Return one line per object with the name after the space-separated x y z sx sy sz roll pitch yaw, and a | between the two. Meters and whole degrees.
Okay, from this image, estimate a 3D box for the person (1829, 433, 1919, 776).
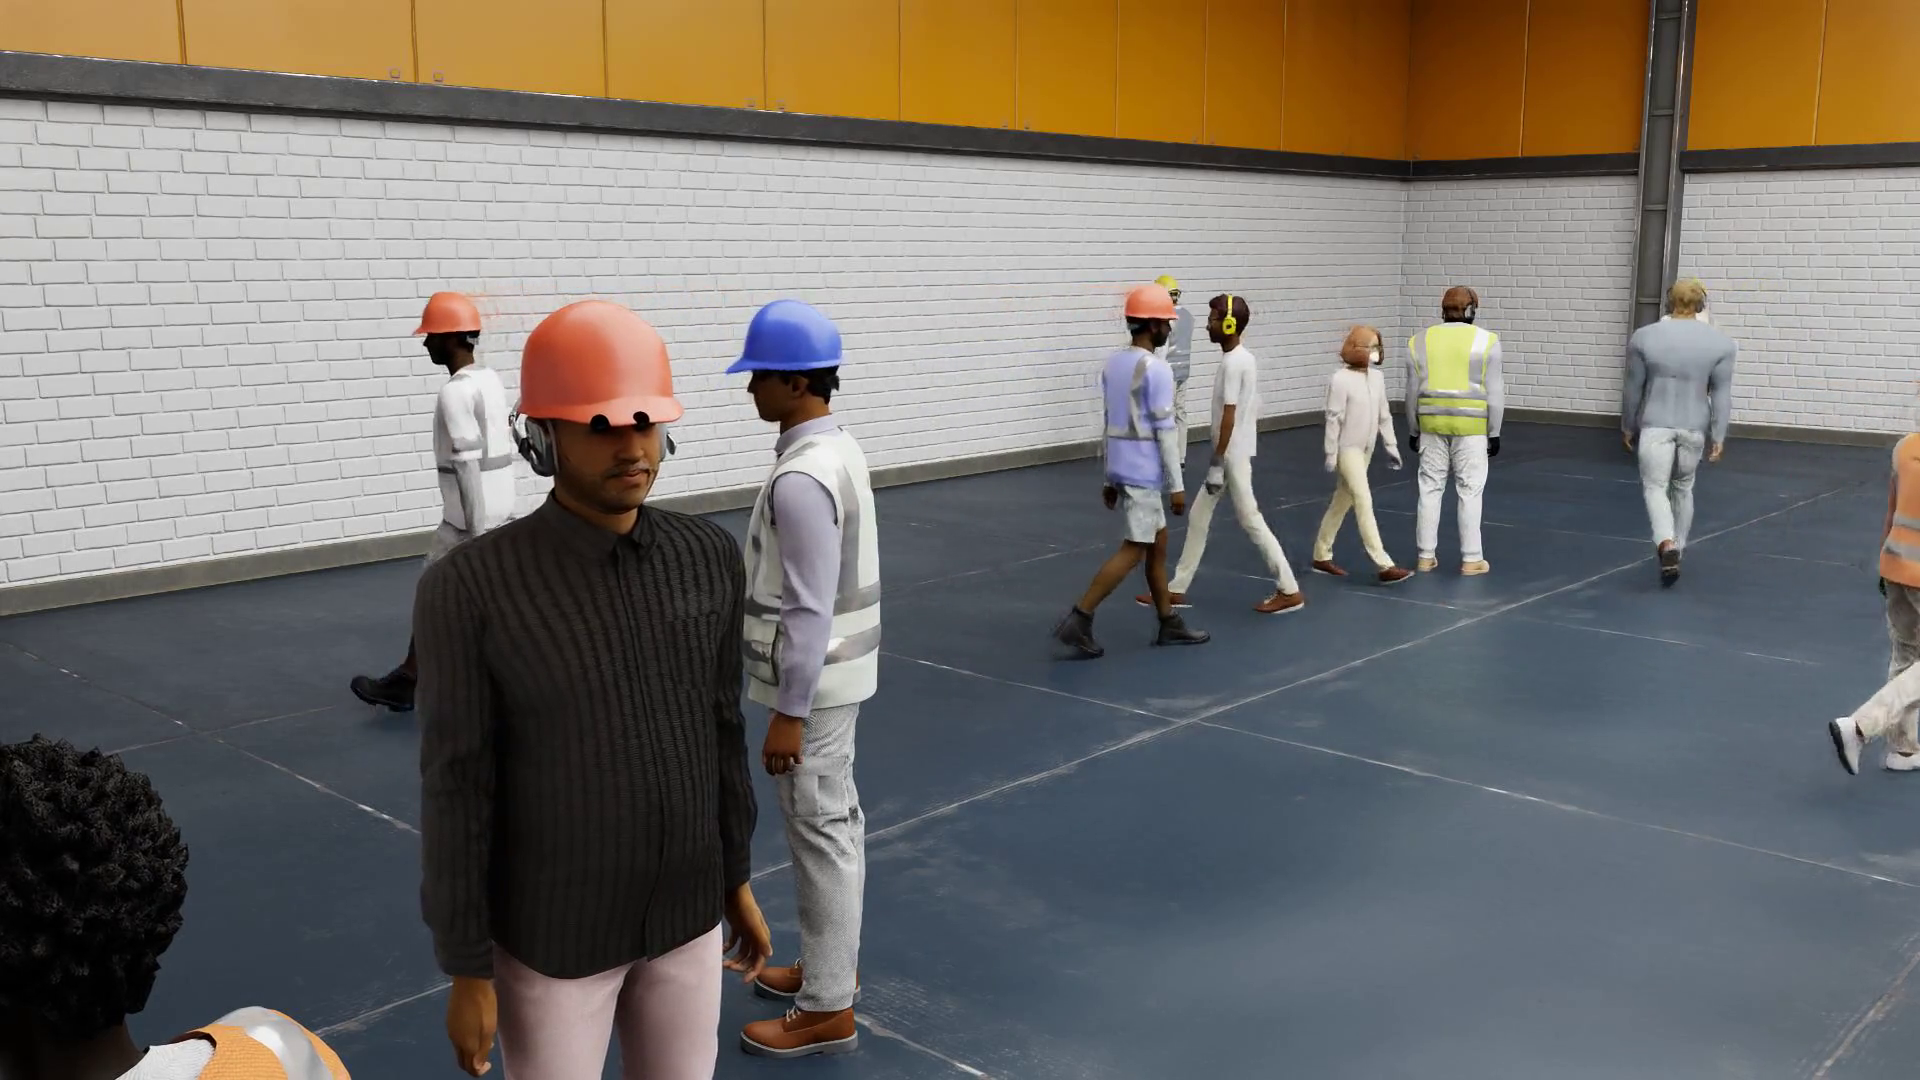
3.653 0.156 6.377 0.567 1.620 0.536 -1 10 -7 | person

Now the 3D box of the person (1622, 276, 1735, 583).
4.483 -0.689 10.410 0.627 1.912 0.896 2 10 13 | person

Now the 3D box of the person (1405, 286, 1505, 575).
3.156 -0.693 10.617 0.621 1.837 0.429 6 12 32 | person

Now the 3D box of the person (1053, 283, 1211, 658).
0.876 -0.347 8.453 0.913 1.908 0.546 -4 11 -20 | person

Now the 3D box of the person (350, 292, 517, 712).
-2.206 -0.149 7.391 1.008 1.885 0.551 1 10 8 | person

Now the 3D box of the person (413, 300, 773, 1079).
-0.568 0.612 2.726 0.385 1.993 0.624 10 14 43 | person

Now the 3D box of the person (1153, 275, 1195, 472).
1.901 -1.503 15.259 0.404 1.824 0.586 8 13 37 | person

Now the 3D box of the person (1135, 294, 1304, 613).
1.528 -0.472 9.440 0.962 1.816 0.540 2 10 9 | person

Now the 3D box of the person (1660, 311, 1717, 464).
6.821 -1.565 15.691 0.599 1.798 0.882 -2 10 -14 | person

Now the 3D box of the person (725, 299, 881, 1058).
-0.394 0.357 4.314 0.384 1.948 0.605 0 10 1 | person

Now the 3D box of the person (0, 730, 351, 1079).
-0.703 0.992 1.432 0.320 1.694 0.532 3 10 18 | person

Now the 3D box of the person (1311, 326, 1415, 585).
2.520 -0.520 10.307 0.518 1.589 0.827 -10 14 -44 | person
